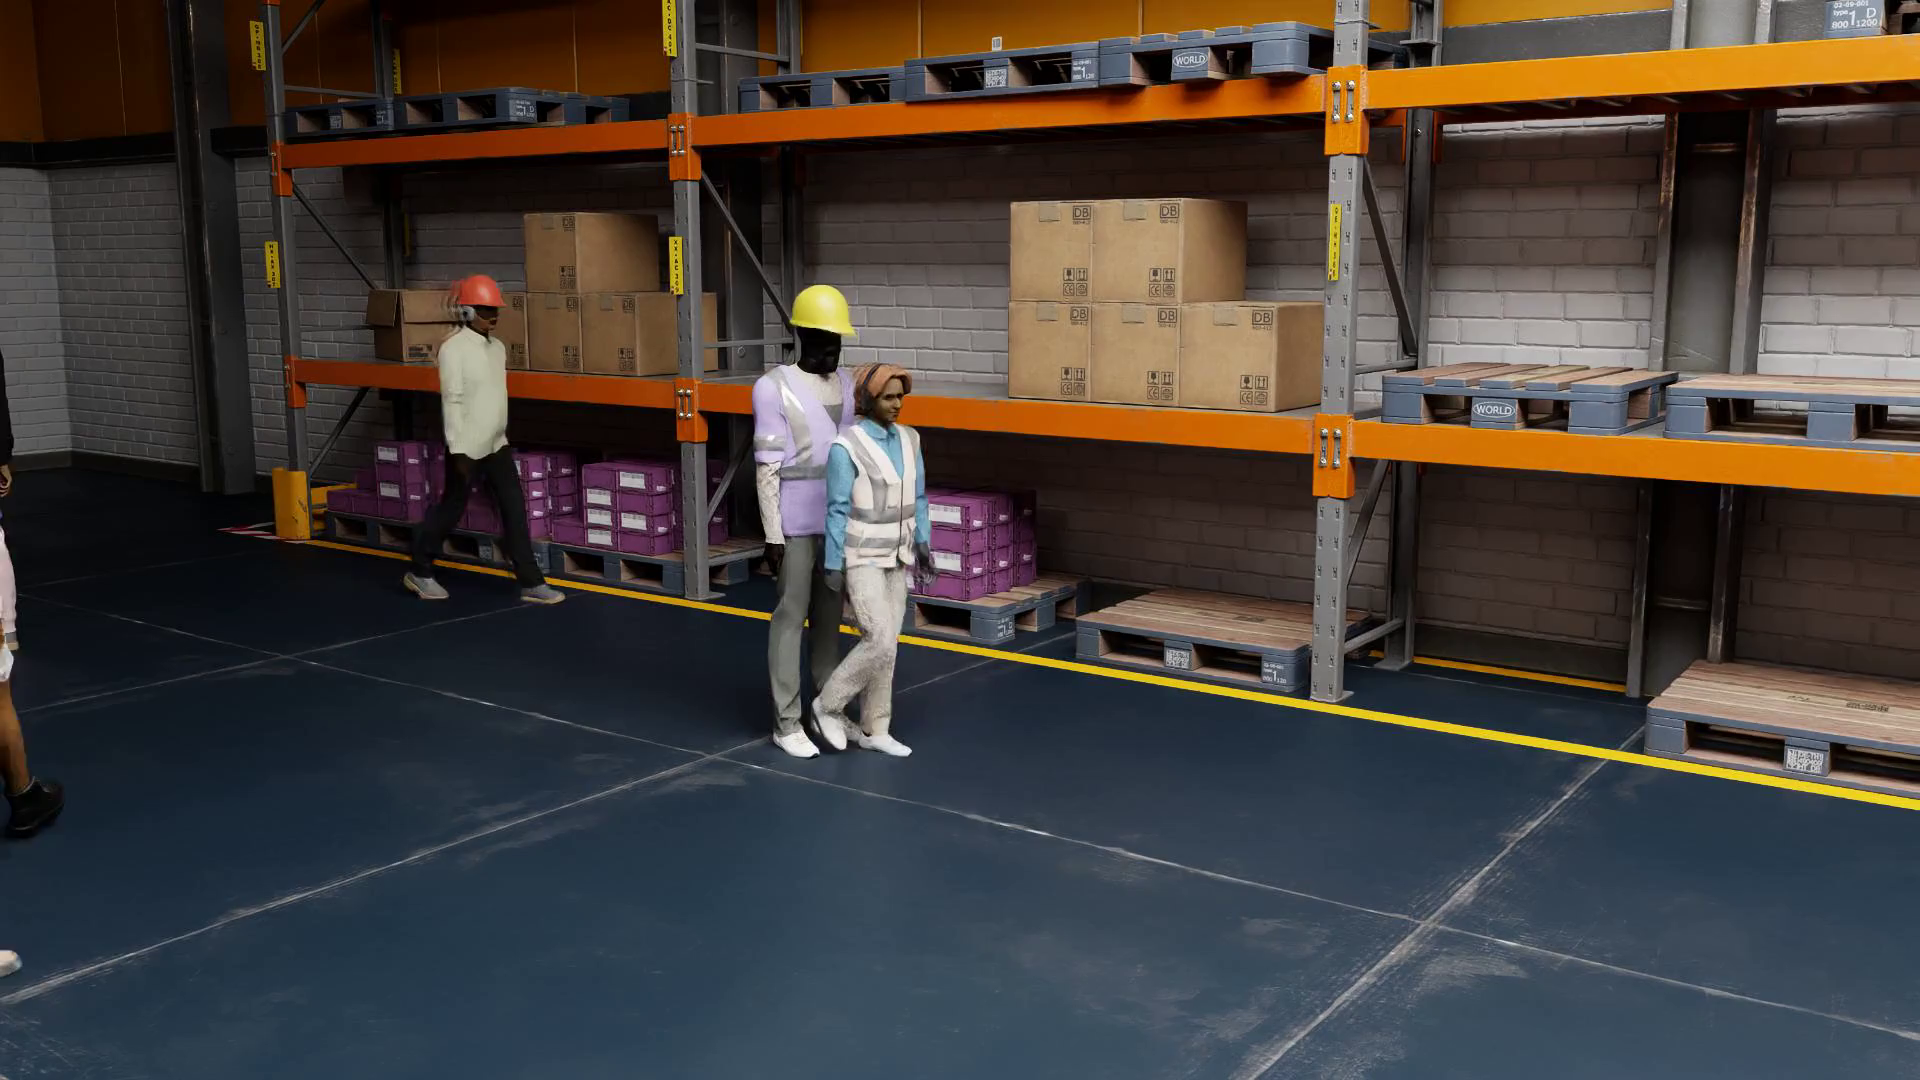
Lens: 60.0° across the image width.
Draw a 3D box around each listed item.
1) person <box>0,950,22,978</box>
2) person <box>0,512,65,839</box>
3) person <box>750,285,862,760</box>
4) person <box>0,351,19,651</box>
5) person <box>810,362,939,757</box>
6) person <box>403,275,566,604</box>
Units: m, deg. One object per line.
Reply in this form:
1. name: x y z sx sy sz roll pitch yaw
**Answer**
1. person: -3.123 0.371 4.546 0.836 1.804 0.516 -1 10 -5
2. person: -3.384 0.156 5.534 0.552 1.889 0.917 -1 10 -9
3. person: -0.589 -0.081 6.863 0.371 1.926 0.584 8 12 39
4. person: -5.139 -0.383 8.454 0.396 1.992 0.623 5 11 30
5. person: -0.336 0.092 6.740 0.382 1.623 0.512 6 11 33
6. person: -2.891 -0.584 9.813 1.022 1.951 0.642 3 10 19
